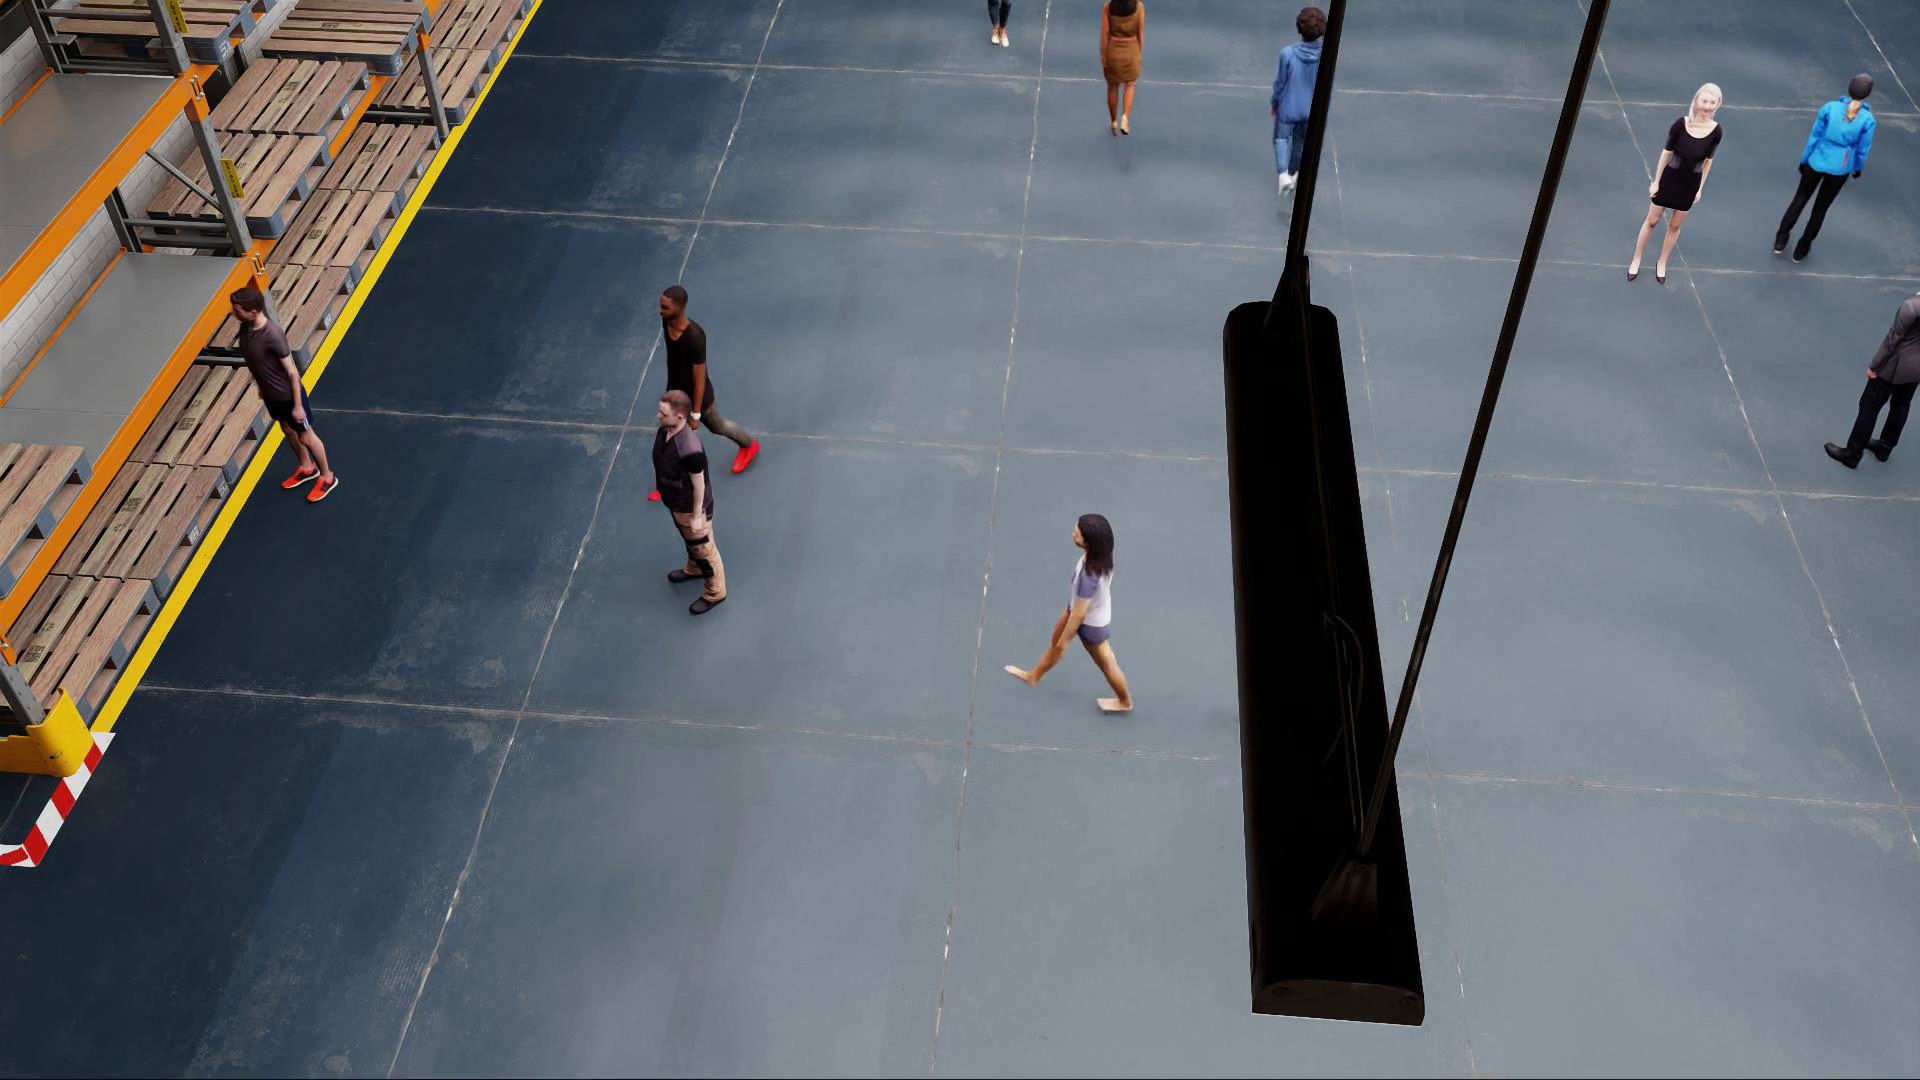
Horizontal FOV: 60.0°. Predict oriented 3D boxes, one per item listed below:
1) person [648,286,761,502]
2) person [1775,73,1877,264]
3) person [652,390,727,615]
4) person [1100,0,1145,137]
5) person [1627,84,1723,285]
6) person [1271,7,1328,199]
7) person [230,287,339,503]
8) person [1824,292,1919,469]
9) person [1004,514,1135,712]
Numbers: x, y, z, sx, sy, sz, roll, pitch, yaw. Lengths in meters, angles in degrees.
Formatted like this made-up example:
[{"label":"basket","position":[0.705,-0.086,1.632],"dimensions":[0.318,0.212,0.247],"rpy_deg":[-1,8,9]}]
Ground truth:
[{"label":"person","position":[-1.880,-1.115,12.221],"dimensions":[1.139,1.776,1.255],"rpy_deg":[35,53,31]},{"label":"person","position":[7.503,-3.177,14.374],"dimensions":[0.757,1.791,0.793],"rpy_deg":[29,51,27]},{"label":"person","position":[-1.838,-0.298,11.316],"dimensions":[0.836,1.841,0.730],"rpy_deg":[-21,47,-20]},{"label":"person","position":[1.555,-4.599,15.950],"dimensions":[0.577,1.675,0.712],"rpy_deg":[3,44,3]},{"label":"person","position":[6.127,-3.030,14.195],"dimensions":[0.608,1.827,0.550],"rpy_deg":[9,44,10]},{"label":"person","position":[3.101,-3.945,15.178],"dimensions":[0.699,1.794,0.915],"rpy_deg":[2,44,2]},{"label":"person","position":[-4.941,-1.090,12.138],"dimensions":[0.736,1.854,0.742],"rpy_deg":[28,50,26]},{"label":"person","position":[7.043,-1.330,12.405],"dimensions":[0.787,1.832,0.736],"rpy_deg":[-13,45,-13]},{"label":"person","position":[0.909,0.521,10.572],"dimensions":[0.765,1.682,1.078],"rpy_deg":[9,44,9]}]
